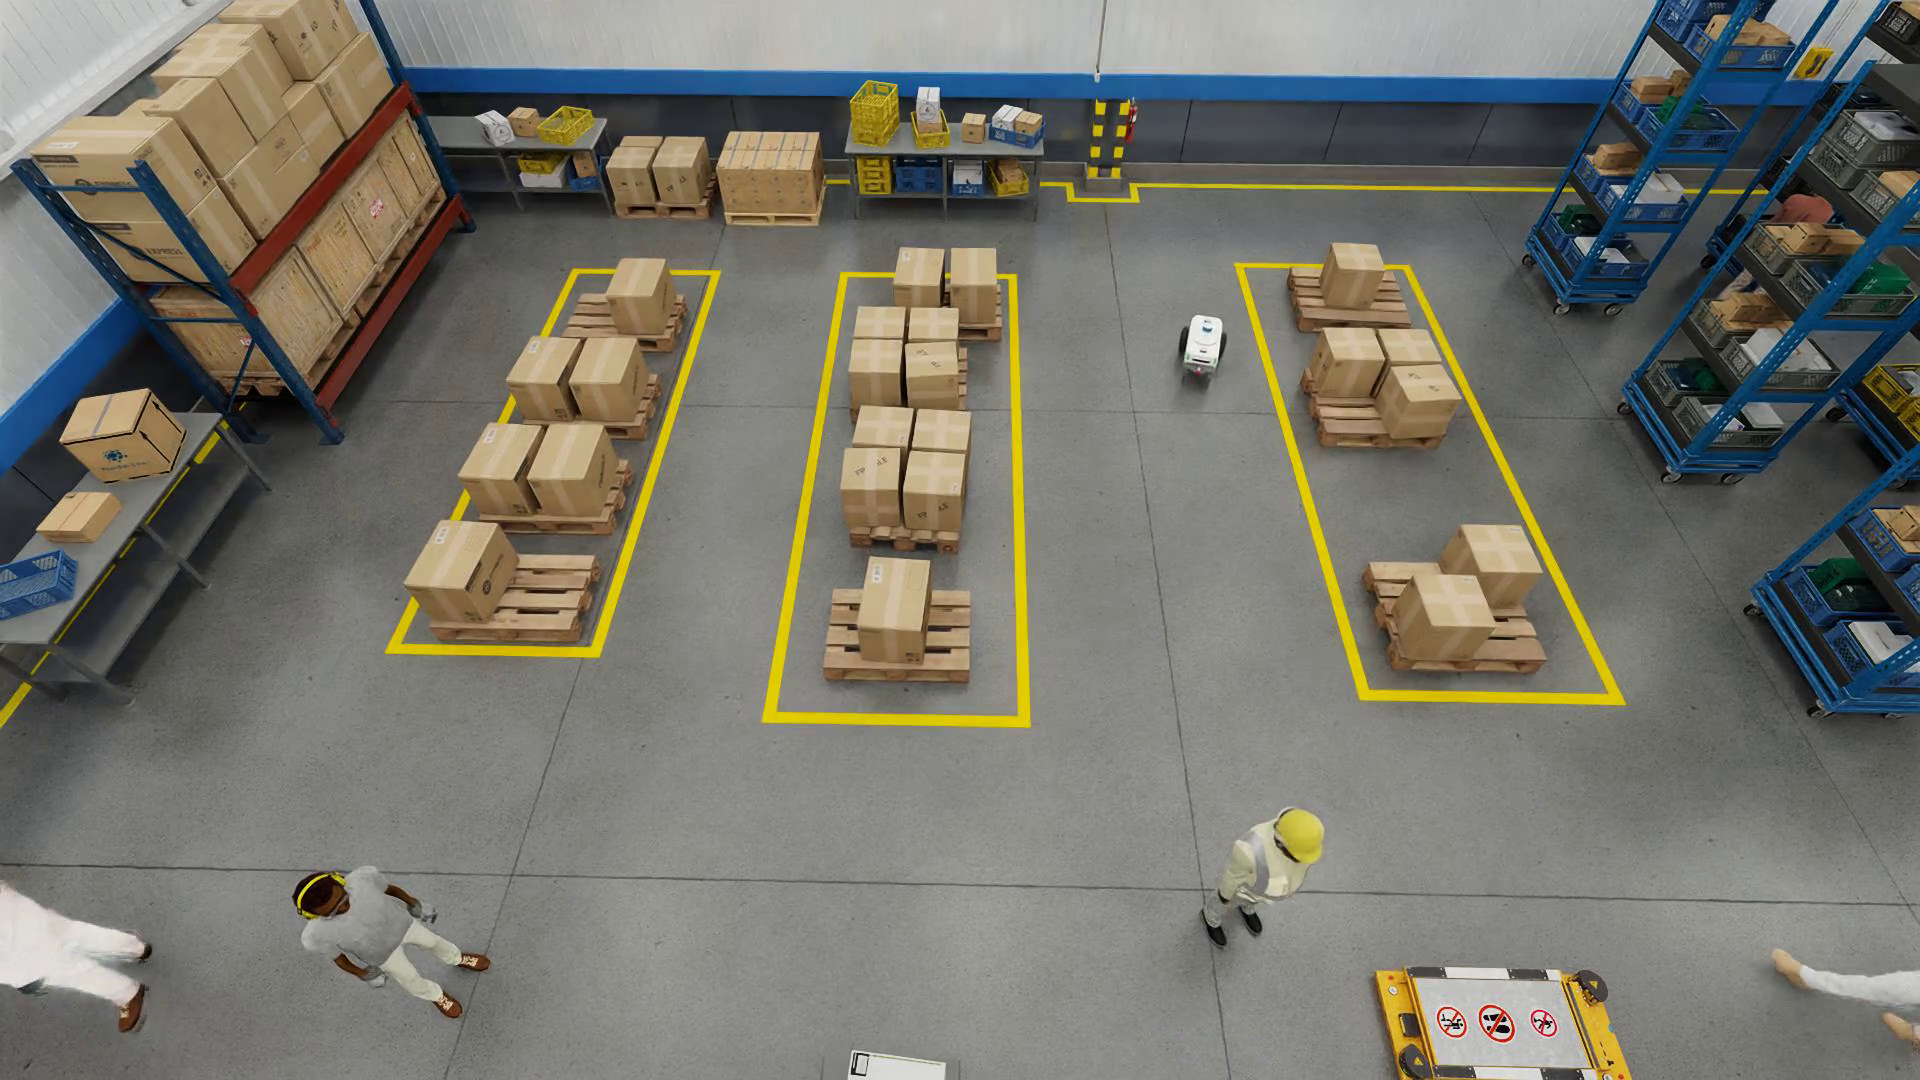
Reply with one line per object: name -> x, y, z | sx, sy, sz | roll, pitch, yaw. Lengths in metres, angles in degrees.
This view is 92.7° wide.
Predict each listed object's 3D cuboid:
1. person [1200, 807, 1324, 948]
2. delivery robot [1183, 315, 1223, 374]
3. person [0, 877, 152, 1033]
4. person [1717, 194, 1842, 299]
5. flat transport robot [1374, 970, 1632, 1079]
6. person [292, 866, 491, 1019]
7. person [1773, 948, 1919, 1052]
person -> 1.893, 2.113, 5.751 | 0.594, 1.825, 0.403 | -15, 52, -12
delivery robot -> 2.651, -2.140, 9.972 | 0.477, 0.478, 0.707 | 11, 52, 9
person -> -5.641, 2.428, 5.476 | 0.396, 1.862, 0.752 | -28, 56, -21
person -> 8.808, -3.027, 9.845 | 0.411, 1.980, 0.625 | -18, 53, -14
flat transport robot -> 3.501, 3.133, 5.914 | 1.431, 0.197, 0.652 | 1, 51, 1
person -> -3.393, 2.397, 5.490 | 0.328, 1.872, 0.513 | 14, 52, 11
person -> 5.930, 2.549, 5.425 | 0.646, 1.782, 0.993 | -35, 59, -25
